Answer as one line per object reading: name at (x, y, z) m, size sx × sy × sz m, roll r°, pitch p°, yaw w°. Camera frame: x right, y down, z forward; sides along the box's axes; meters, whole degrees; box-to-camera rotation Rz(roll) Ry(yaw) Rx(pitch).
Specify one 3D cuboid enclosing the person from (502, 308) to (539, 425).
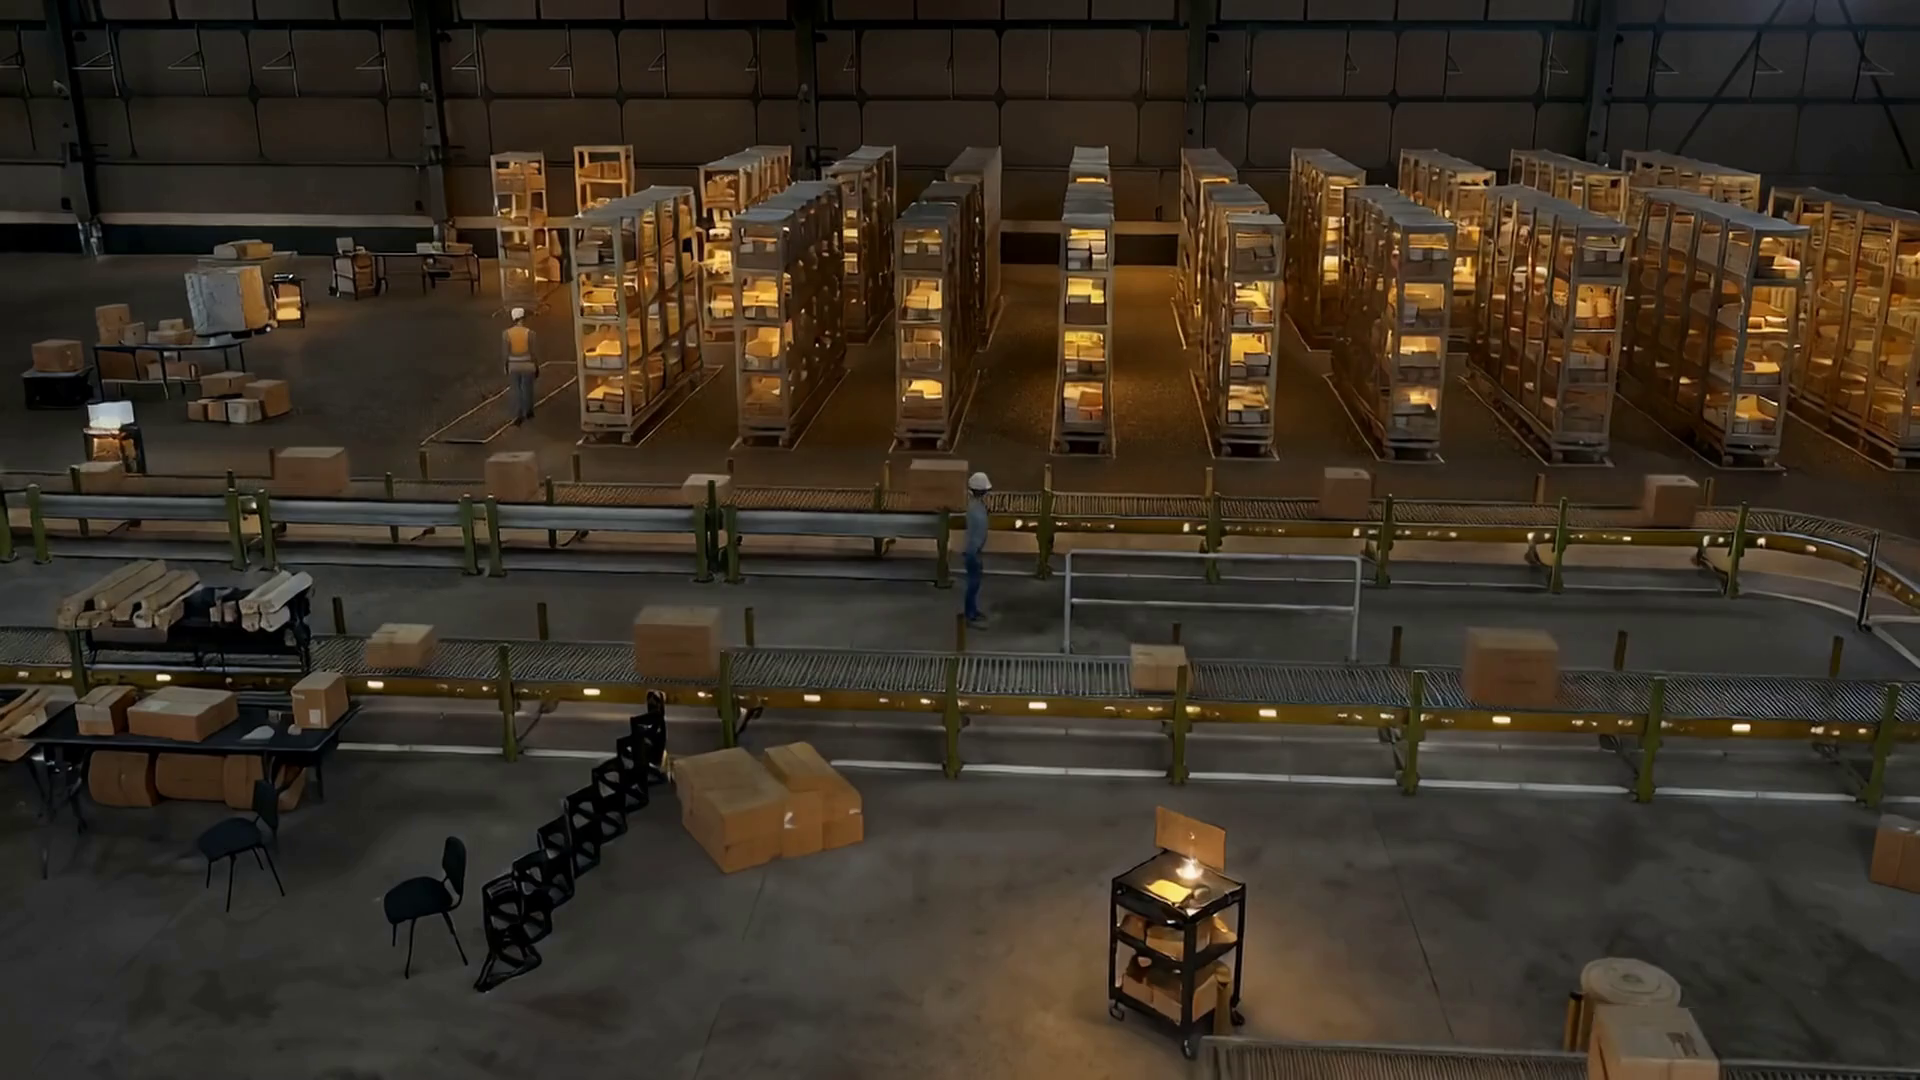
person at (-7.291, -2.897, 27.643) m, size 0.600 × 1.906 × 0.992 m, roll -4°, pitch 18°, yaw -12°

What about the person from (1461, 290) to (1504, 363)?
person at (10.267, -4.241, 32.078) m, size 0.961 × 1.791 × 0.583 m, roll 5°, pitch 18°, yaw 16°

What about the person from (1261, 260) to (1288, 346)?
person at (6.391, -4.865, 33.996) m, size 0.588 × 1.835 × 0.403 m, roll -3°, pitch 18°, yaw -8°

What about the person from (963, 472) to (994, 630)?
person at (0.210, 0.101, 18.361) m, size 0.342 × 1.766 × 0.549 m, roll 2°, pitch 18°, yaw 6°
